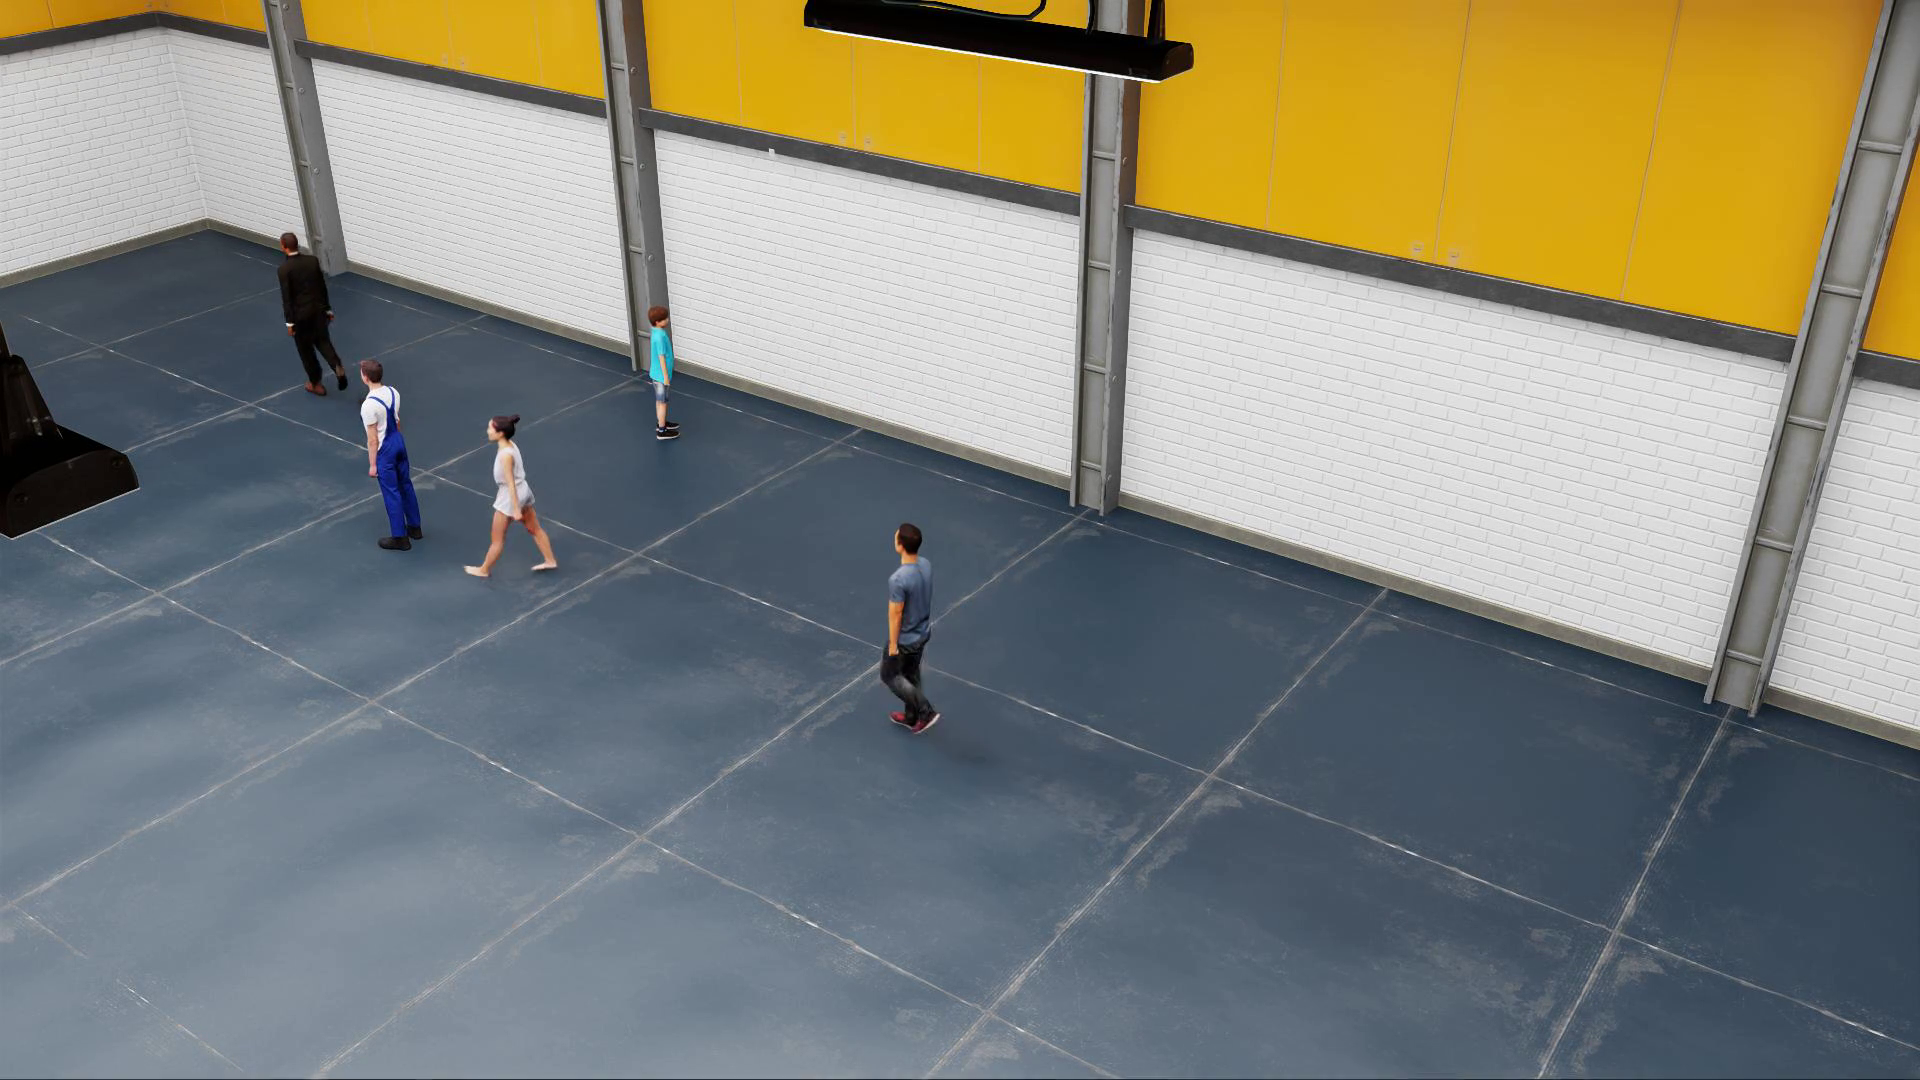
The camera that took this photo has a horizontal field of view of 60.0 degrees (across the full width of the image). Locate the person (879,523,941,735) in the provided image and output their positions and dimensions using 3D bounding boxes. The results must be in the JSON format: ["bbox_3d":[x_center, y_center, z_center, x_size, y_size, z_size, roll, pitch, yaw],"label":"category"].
[{"bbox_3d":[-0.325,0.726,12.589,0.736,1.797,0.680,16,33,27],"label":"person"}]

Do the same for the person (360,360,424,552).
[{"bbox_3d":[-5.268,-0.800,15.332,0.652,1.851,0.683,10,30,17],"label":"person"}]

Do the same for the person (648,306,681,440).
[{"bbox_3d":[-3.166,-1.790,17.567,0.653,1.448,0.581,-8,30,-14],"label":"person"}]

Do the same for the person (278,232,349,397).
[{"bbox_3d":[-7.129,-2.458,18.323,0.957,1.895,0.761,22,36,35],"label":"person"}]

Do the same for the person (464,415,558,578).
[{"bbox_3d":[-3.895,-0.370,14.839,1.078,1.567,1.002,-4,29,-8],"label":"person"}]
